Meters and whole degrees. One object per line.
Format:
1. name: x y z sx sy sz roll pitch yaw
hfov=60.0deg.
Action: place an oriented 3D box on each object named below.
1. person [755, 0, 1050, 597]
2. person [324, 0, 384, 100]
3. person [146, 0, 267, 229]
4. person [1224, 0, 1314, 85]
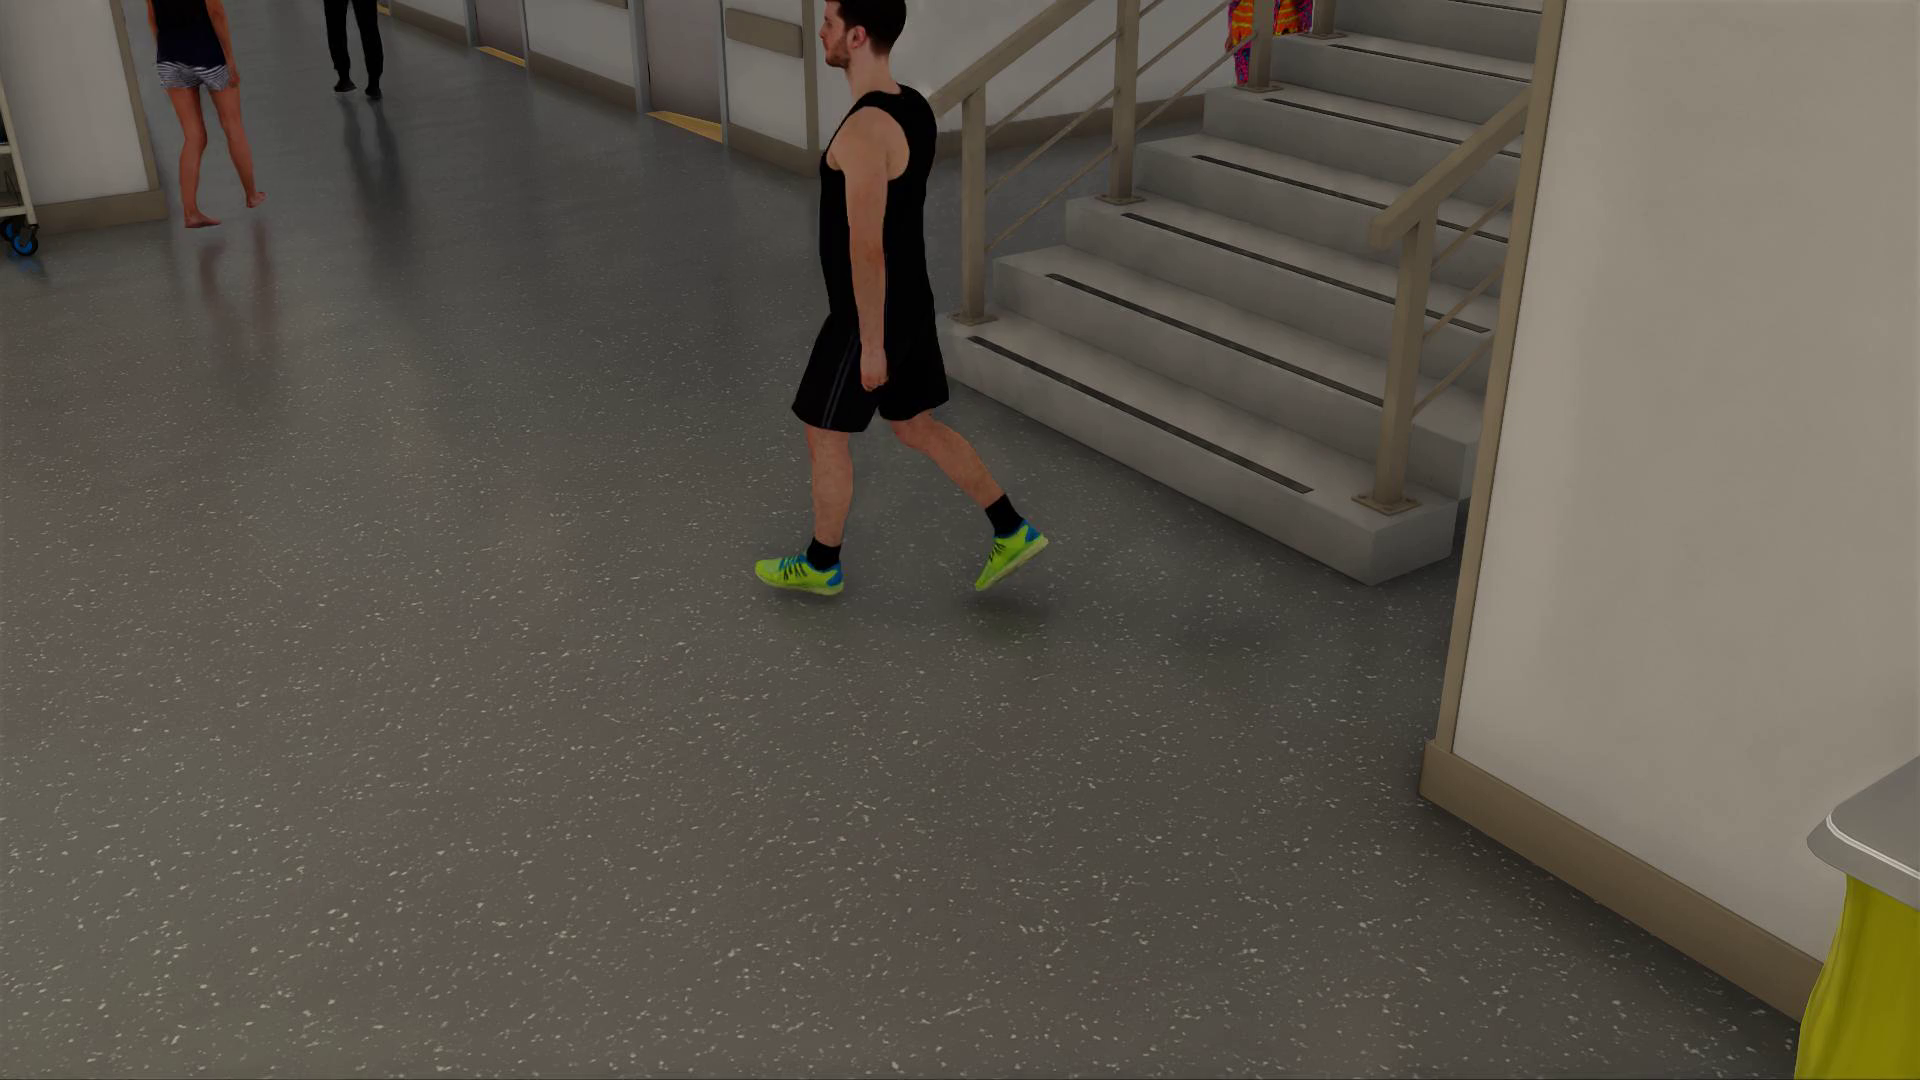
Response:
1. person: -0.148 -0.653 4.859 1.218 1.859 1.203 7 27 14
2. person: -4.455 -4.110 12.168 0.687 1.736 0.707 -13 29 -26
3. person: -4.092 -2.484 8.821 1.121 1.714 1.067 1 26 2
4. person: 1.830 -3.060 10.084 0.820 1.654 0.901 16 30 30
